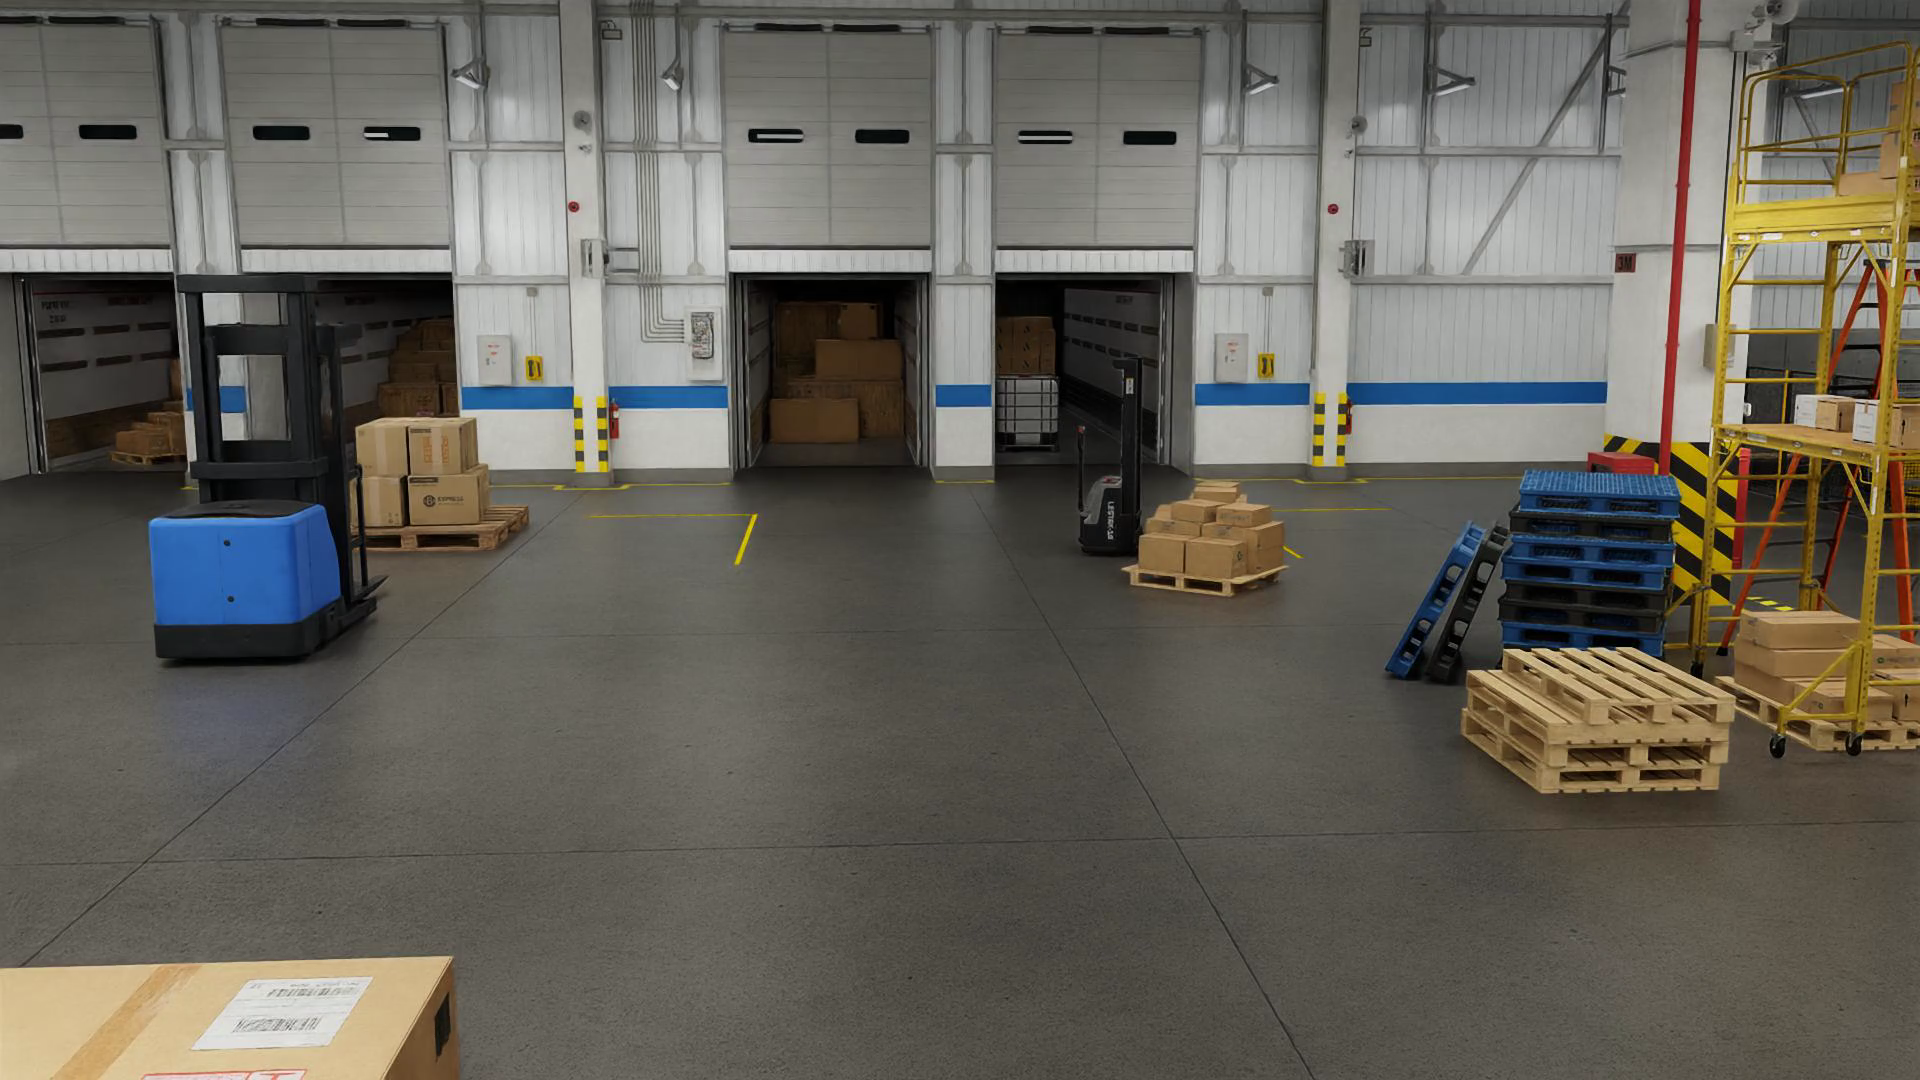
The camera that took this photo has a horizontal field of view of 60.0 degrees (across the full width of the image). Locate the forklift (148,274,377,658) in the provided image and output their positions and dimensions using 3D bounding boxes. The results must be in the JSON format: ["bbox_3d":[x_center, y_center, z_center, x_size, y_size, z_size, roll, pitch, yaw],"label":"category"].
[{"bbox_3d":[-5.344,-0.626,12.679,1.129,2.768,1.873,-1,9,-4],"label":"forklift"}]

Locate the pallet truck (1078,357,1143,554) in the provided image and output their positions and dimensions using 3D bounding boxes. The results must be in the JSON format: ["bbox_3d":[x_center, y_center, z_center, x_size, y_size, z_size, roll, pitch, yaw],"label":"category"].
[{"bbox_3d":[2.088,-0.836,16.757,1.885,1.965,0.823,2,9,13],"label":"pallet truck"}]
